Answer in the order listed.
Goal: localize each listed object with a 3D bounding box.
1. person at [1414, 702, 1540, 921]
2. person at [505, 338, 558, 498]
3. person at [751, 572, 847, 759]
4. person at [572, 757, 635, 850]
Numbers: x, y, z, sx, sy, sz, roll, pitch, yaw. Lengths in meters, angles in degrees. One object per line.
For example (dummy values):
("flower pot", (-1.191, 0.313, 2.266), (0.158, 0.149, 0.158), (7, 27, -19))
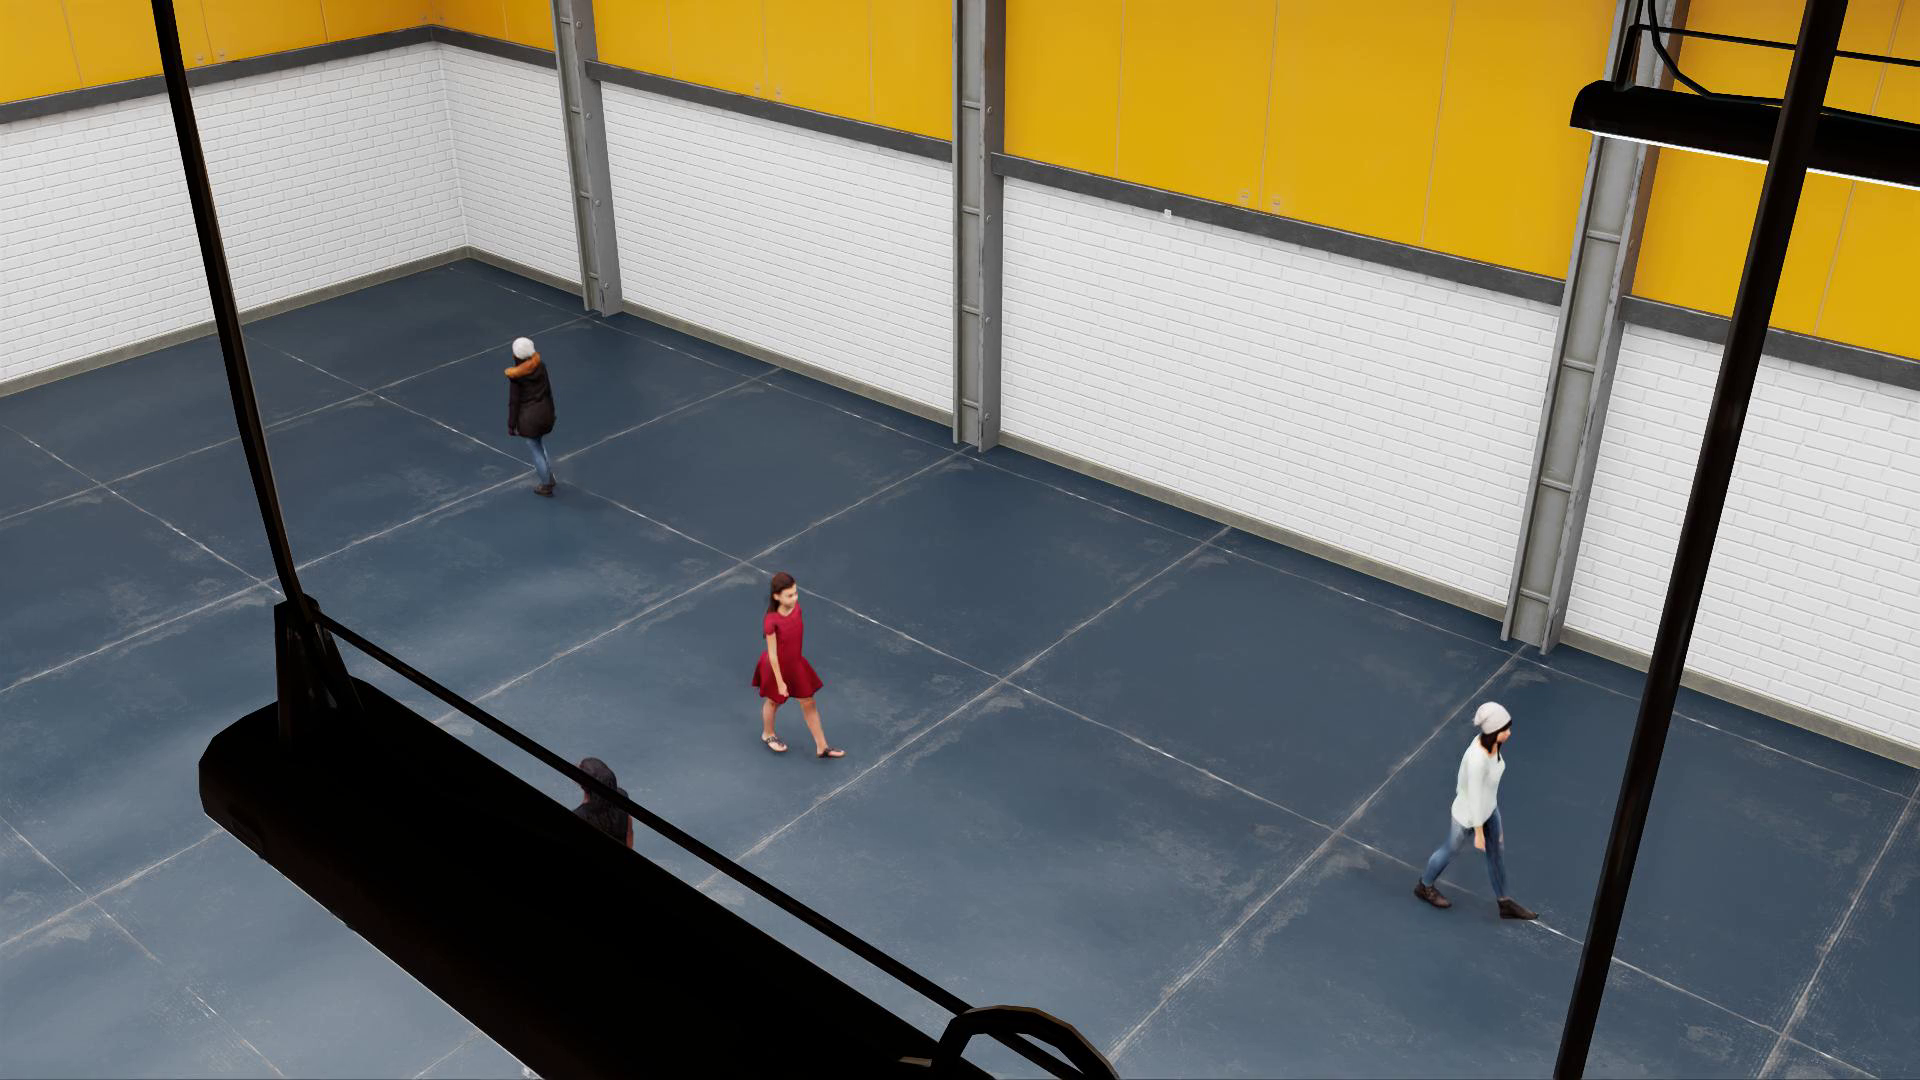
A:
("person", (3.194, 1.714, 10.597), (1.033, 1.610, 0.670), (17, 33, 29))
("person", (-4.000, -1.145, 15.820), (0.637, 1.629, 0.671), (17, 33, 28))
("person", (-1.346, 0.906, 12.173), (0.944, 1.521, 0.532), (22, 36, 35))
("person", (-2.118, 2.010, 9.932), (0.567, 1.729, 0.602), (23, 36, 36))
